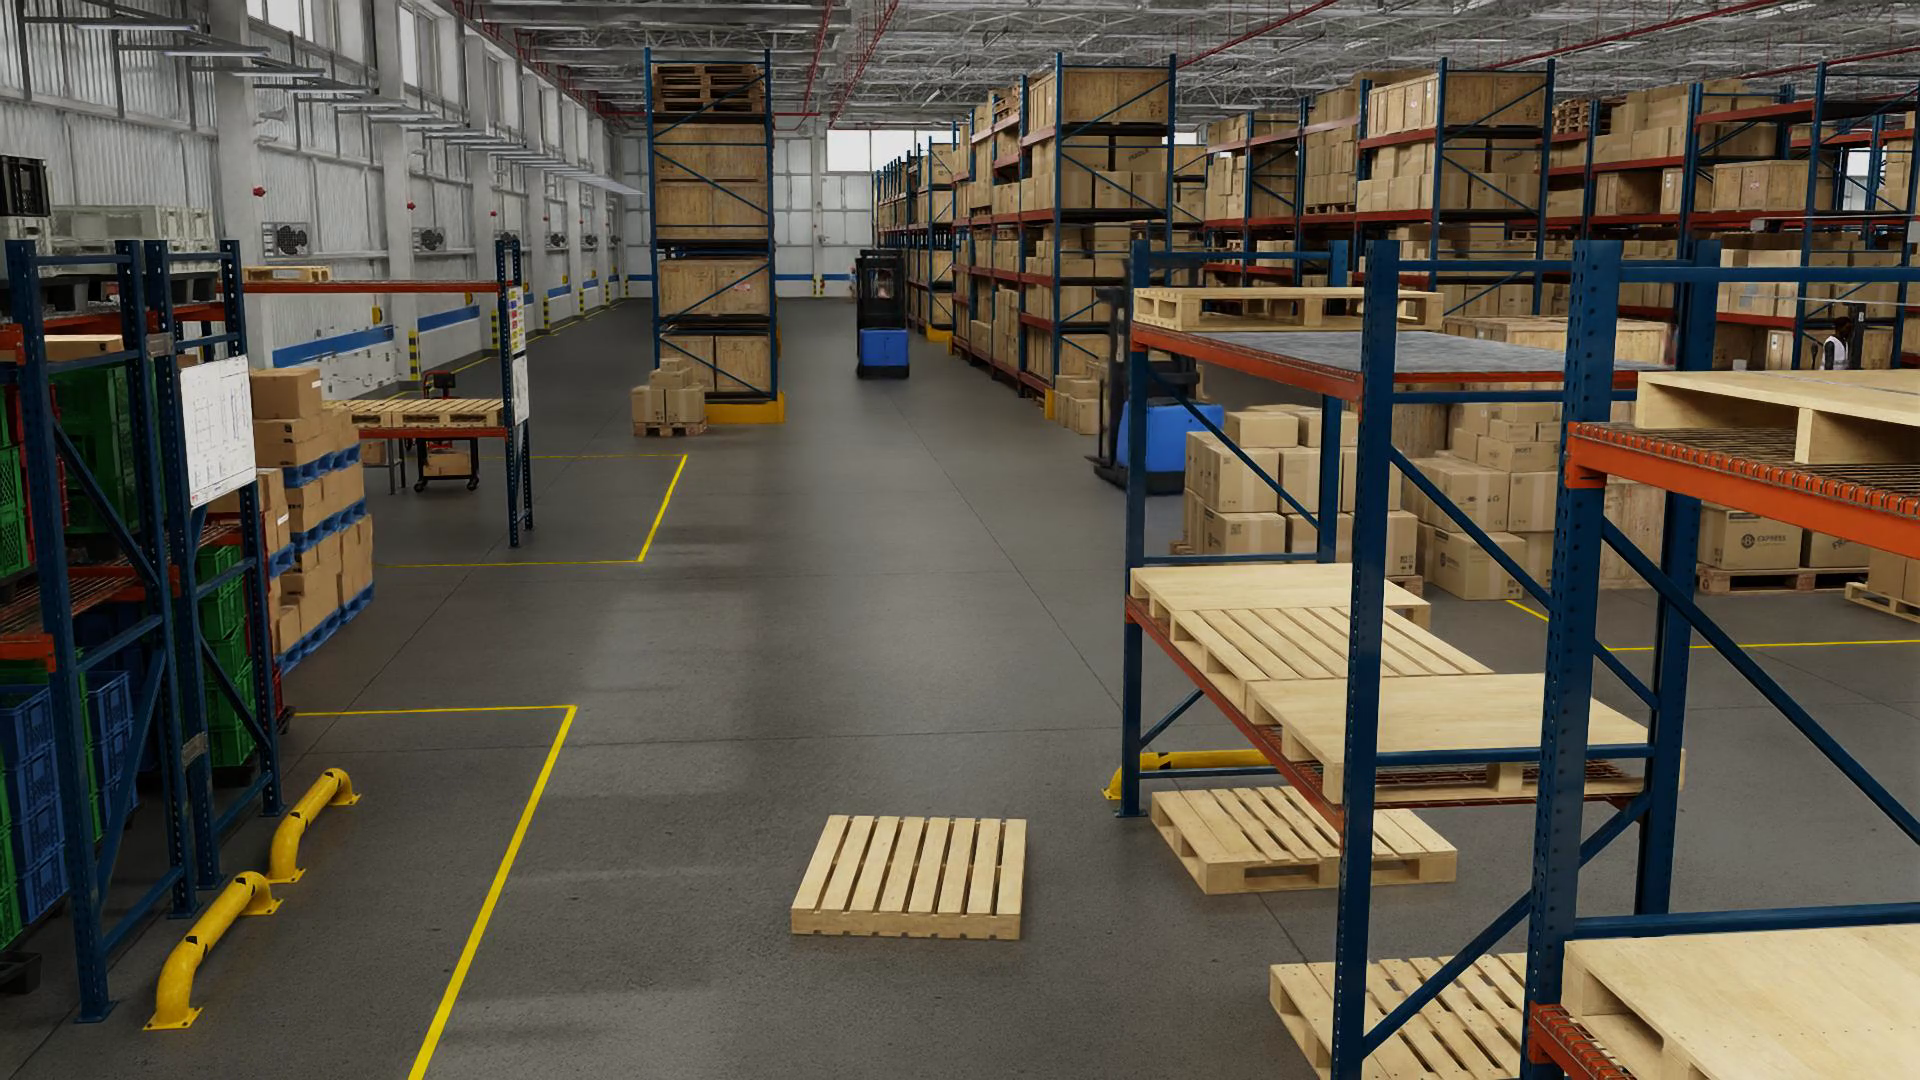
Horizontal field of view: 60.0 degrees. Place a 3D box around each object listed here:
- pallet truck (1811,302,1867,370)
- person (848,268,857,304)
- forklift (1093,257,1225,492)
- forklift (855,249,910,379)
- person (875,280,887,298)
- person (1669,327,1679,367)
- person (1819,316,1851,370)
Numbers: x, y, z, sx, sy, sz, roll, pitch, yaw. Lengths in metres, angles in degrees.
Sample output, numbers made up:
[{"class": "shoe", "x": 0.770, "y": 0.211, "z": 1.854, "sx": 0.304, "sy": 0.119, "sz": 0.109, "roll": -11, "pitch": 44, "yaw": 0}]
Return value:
[{"class": "pallet truck", "x": 15.846, "y": -3.142, "z": 28.793, "sx": 1.885, "sy": 1.965, "sz": 0.823, "roll": 2, "pitch": 10, "yaw": 12}, {"class": "person", "x": -4.966, "y": -12.091, "z": 79.145, "sx": 0.856, "sy": 1.709, "sz": 0.578, "roll": 2, "pitch": 10, "yaw": 9}, {"class": "forklift", "x": 2.457, "y": -2.059, "z": 20.345, "sx": 1.129, "sy": 2.768, "sz": 1.873, "roll": -2, "pitch": 10, "yaw": -12}, {"class": "forklift", "x": -1.720, "y": -5.014, "z": 36.717, "sx": 1.129, "sy": 2.768, "sz": 1.873, "roll": -1, "pitch": 10, "yaw": -6}, {"class": "person", "x": -2.382, "y": -6.636, "z": 48.466, "sx": 0.653, "sy": 1.883, "sz": 0.681, "roll": -1, "pitch": 10, "yaw": -4}, {"class": "person", "x": 12.653, "y": -3.062, "z": 28.919, "sx": 0.970, "sy": 1.790, "sz": 0.635, "roll": 4, "pitch": 11, "yaw": 19}, {"class": "person", "x": 13.015, "y": -2.375, "z": 24.793, "sx": 0.587, "sy": 1.911, "sz": 0.397, "roll": -10, "pitch": 14, "yaw": -43}]
